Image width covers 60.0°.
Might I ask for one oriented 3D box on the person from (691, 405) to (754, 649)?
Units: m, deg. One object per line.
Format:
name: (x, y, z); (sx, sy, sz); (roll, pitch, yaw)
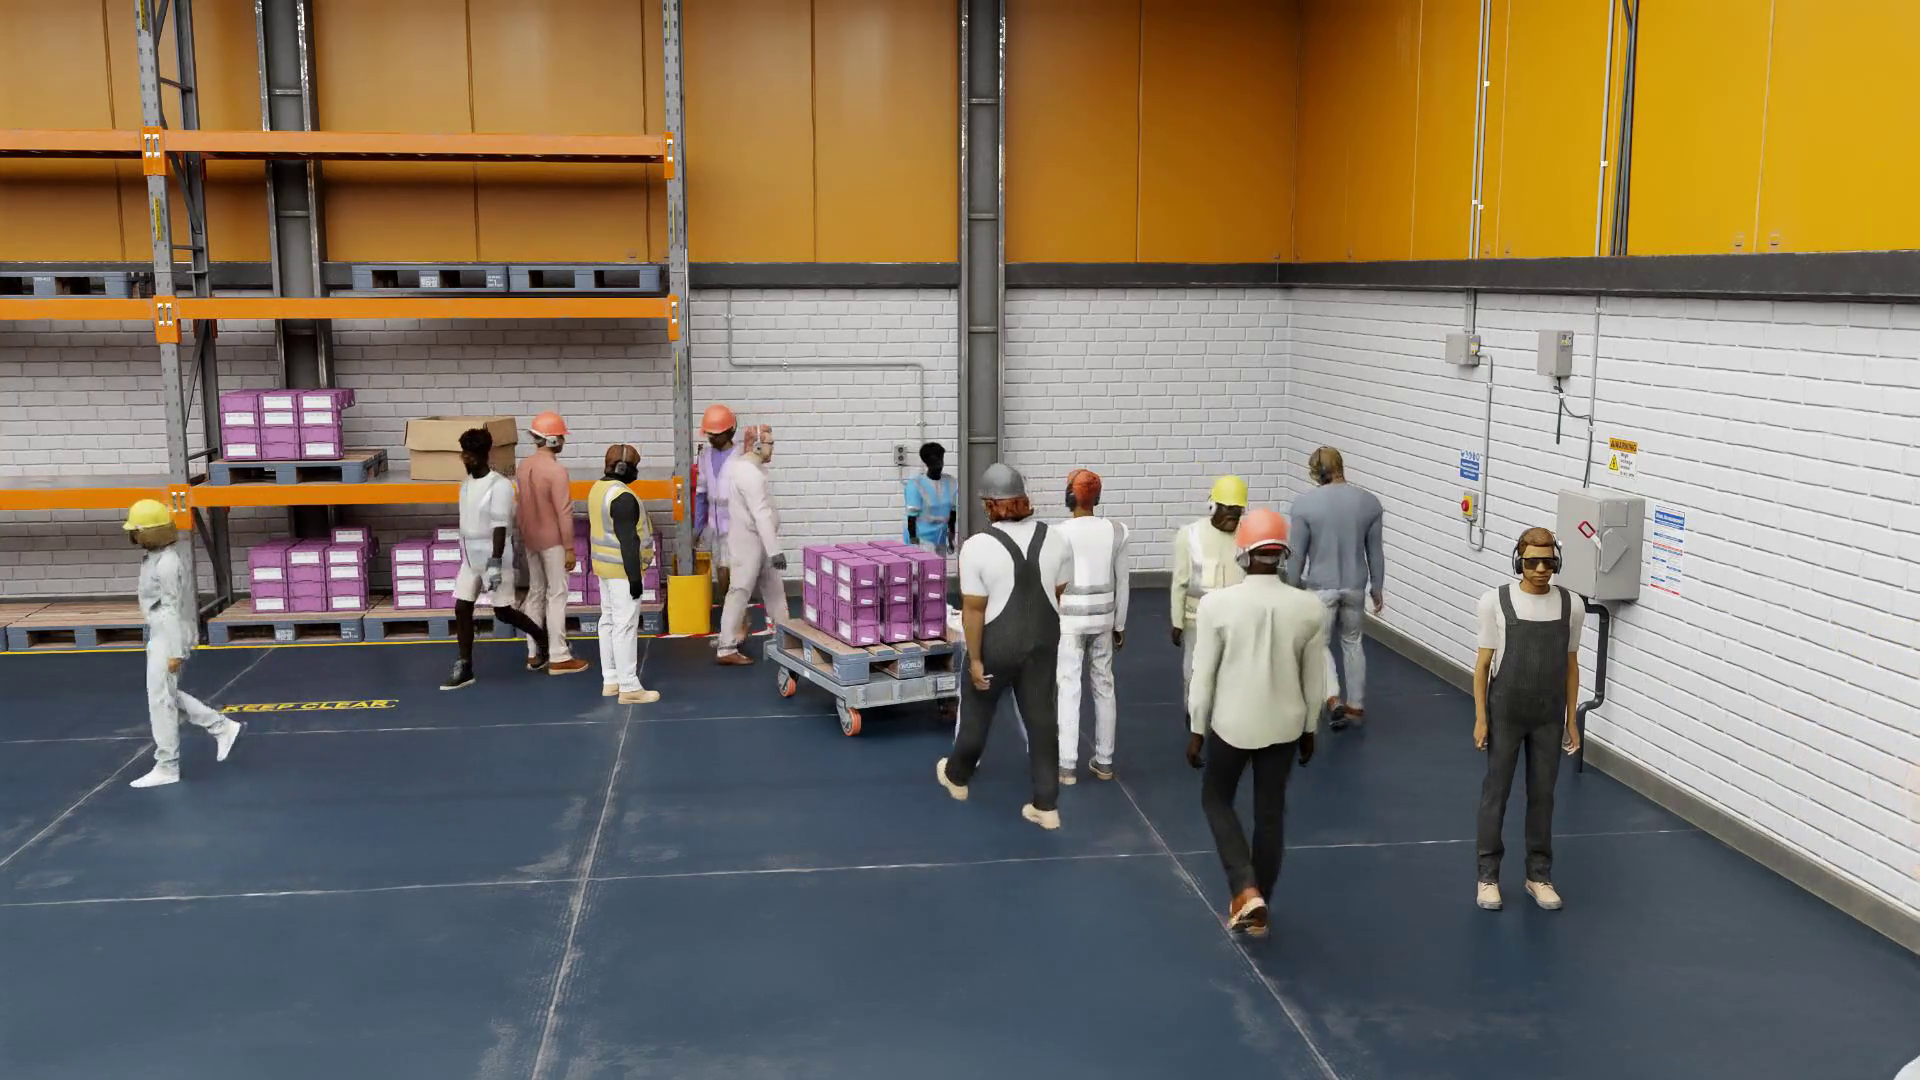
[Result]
person: (-1.850, -0.084, 13.259); (0.747, 2.000, 0.538); (7, 12, 38)

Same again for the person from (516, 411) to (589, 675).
person: (-3.111, 0.018, 12.650); (0.622, 1.992, 0.396); (8, 12, 42)

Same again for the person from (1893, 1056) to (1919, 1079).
person: (3.233, 1.278, 5.138); (0.596, 1.891, 0.939); (-1, 9, -7)

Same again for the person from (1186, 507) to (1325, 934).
person: (1.345, 0.842, 7.544); (0.646, 1.981, 0.469); (-1, 9, -8)

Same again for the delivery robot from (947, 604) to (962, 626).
delivery robot: (-0.220, 0.641, 12.954); (0.477, 0.478, 0.707); (-9, 13, -44)

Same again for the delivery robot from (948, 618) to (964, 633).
delivery robot: (0.265, 0.728, 12.410); (0.707, 0.478, 0.477); (7, 11, 36)

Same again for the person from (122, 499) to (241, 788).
person: (-4.655, 0.595, 9.875); (0.539, 1.724, 0.498); (-5, 11, -31)

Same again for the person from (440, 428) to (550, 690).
person: (-3.419, 0.117, 12.277); (0.593, 1.933, 0.864); (7, 11, 37)

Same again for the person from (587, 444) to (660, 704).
person: (-2.389, 0.235, 11.797); (0.429, 1.838, 0.622); (-6, 11, -31)

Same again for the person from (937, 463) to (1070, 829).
person: (0.251, 0.532, 9.299); (0.695, 2.000, 1.014); (-4, 10, -25)

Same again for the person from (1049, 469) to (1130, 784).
person: (0.730, 0.513, 9.904); (0.579, 1.884, 0.352); (-3, 10, -20)

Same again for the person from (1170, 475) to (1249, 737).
person: (1.598, 0.473, 10.394); (0.600, 1.806, 0.609); (0, 9, -2)

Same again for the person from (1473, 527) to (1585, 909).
person: (2.705, 0.849, 7.934); (0.507, 1.846, 0.343); (0, 9, 0)

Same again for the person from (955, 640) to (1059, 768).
person: (0.269, 0.539, 10.227); (0.552, 1.709, 0.876); (8, 12, 42)

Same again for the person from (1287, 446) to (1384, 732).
person: (2.510, 0.335, 10.981); (0.661, 1.891, 0.740); (-2, 9, -10)

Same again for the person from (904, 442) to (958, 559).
person: (-0.222, 0.010, 13.748); (0.570, 1.656, 0.545); (9, 13, 44)

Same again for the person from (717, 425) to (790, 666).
person: (-1.479, 0.052, 12.864); (0.920, 1.866, 0.645); (-1, 9, -7)
